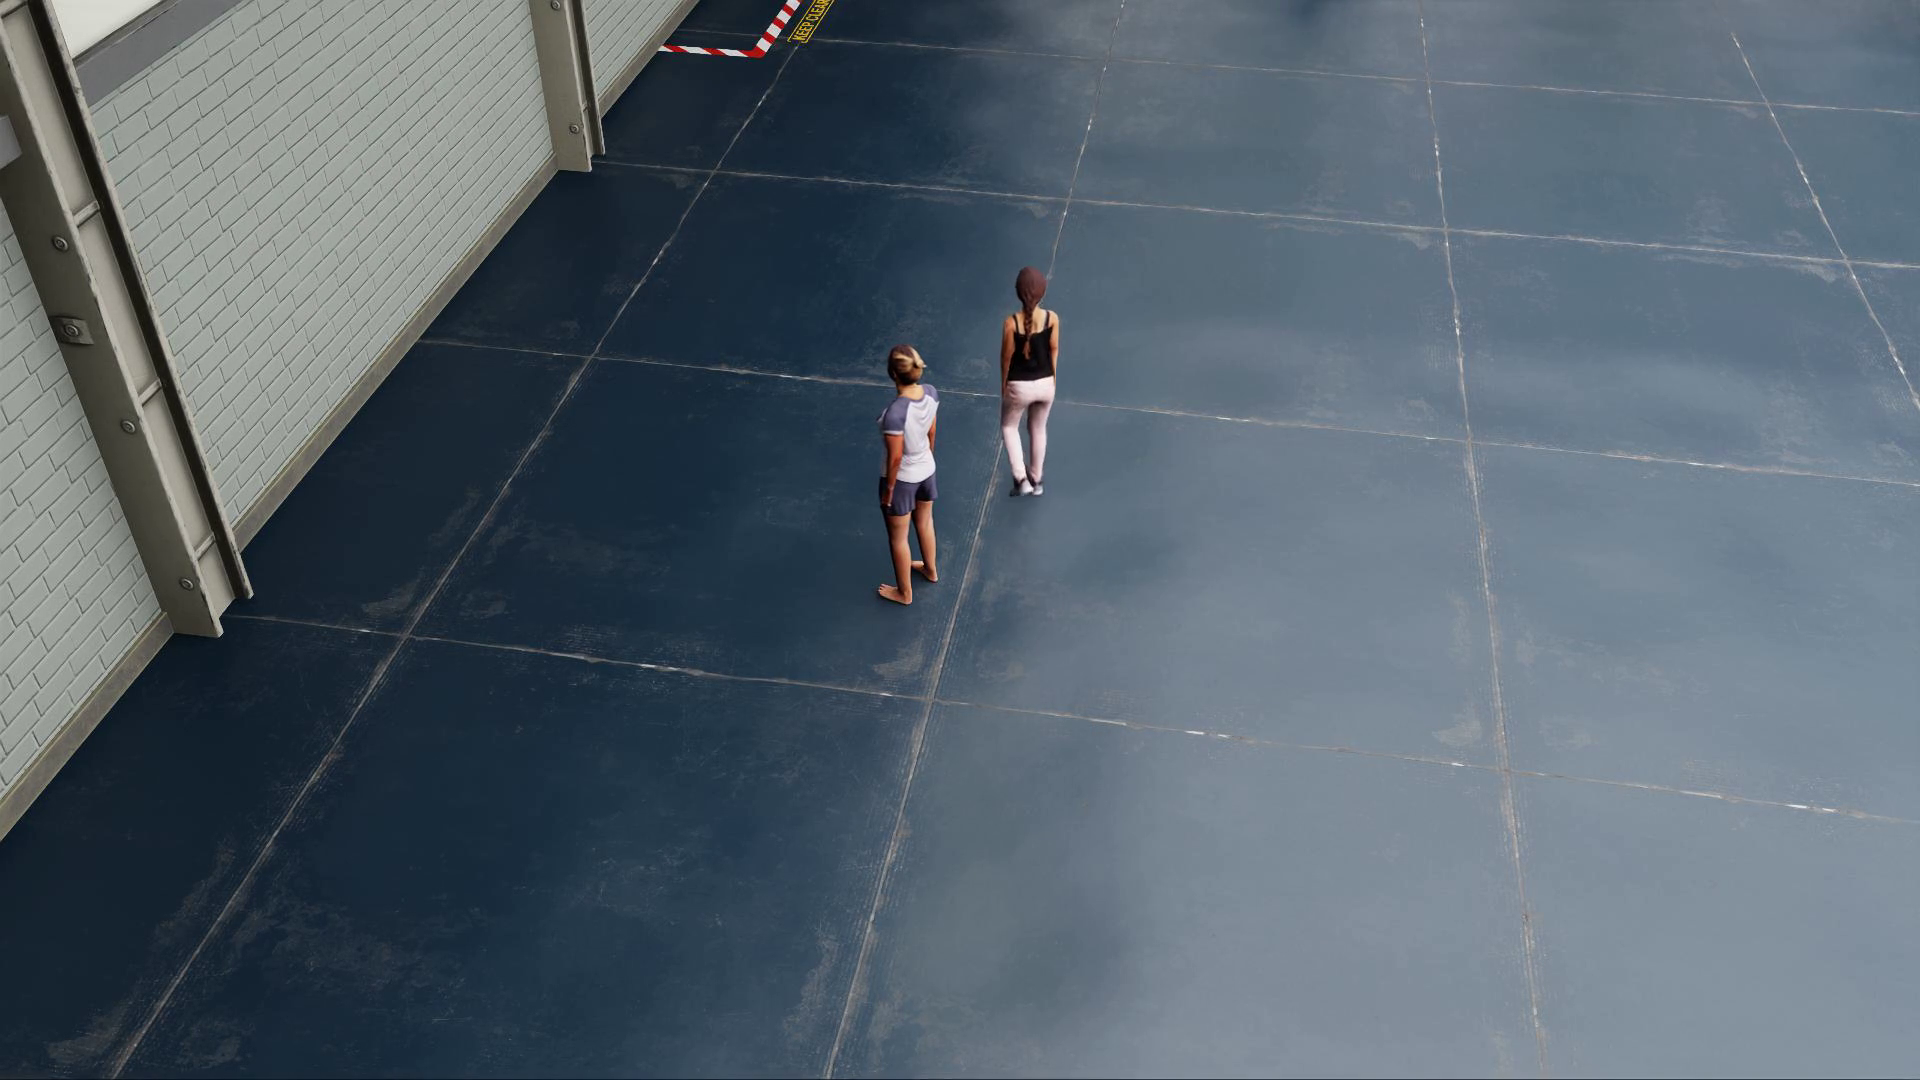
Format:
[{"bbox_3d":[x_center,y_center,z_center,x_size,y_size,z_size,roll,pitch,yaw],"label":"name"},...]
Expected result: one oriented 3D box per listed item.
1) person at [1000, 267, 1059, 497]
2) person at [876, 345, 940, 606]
[{"bbox_3d":[0.429,-0.873,9.868,0.657,1.550,0.780,-7,39,-9],"label":"person"},{"bbox_3d":[-0.286,-0.359,9.152,0.715,1.624,0.602,25,44,28],"label":"person"}]
